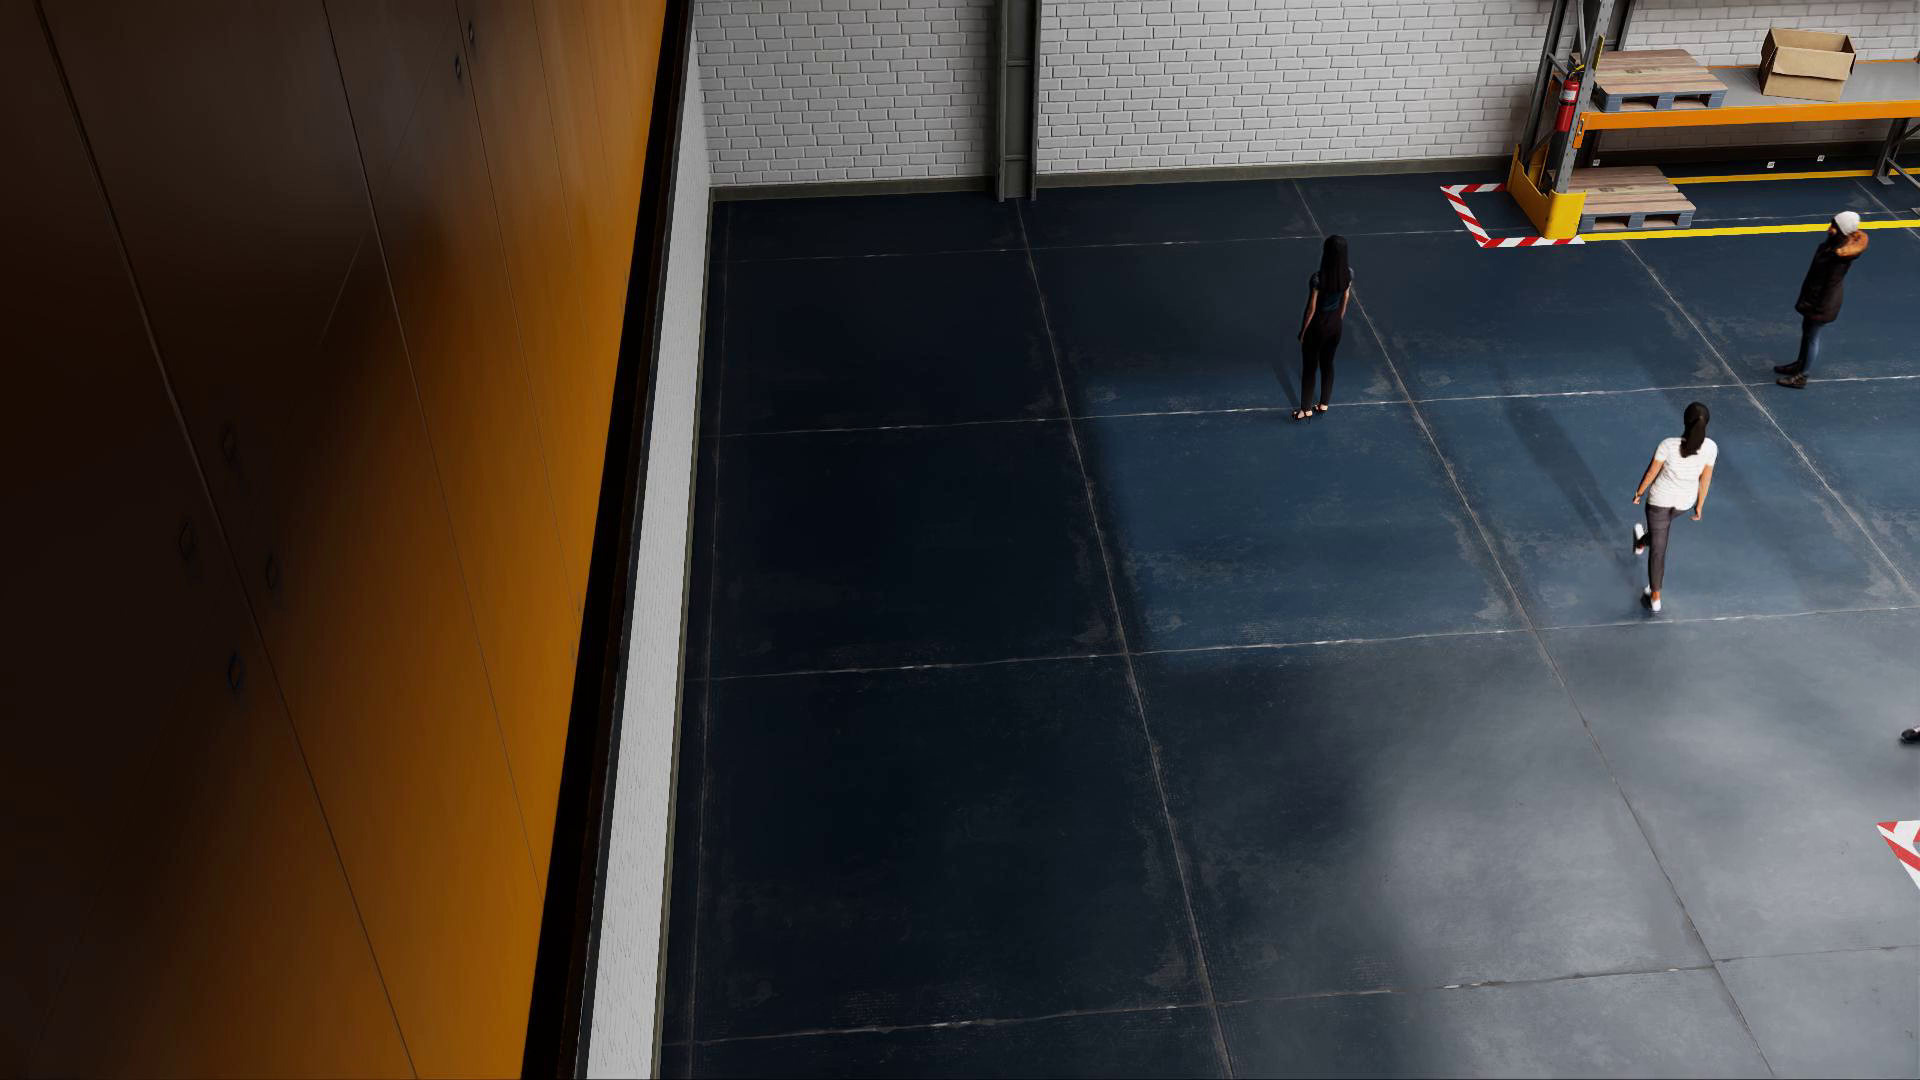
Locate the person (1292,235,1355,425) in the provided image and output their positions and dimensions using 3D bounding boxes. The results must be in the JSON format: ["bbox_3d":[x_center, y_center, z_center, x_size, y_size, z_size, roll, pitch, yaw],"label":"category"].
[{"bbox_3d":[3.001,-1.740,13.761,0.534,1.737,0.680,-15,41,-18],"label":"person"}]

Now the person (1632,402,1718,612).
[{"bbox_3d":[5.130,-0.217,11.967,1.052,1.596,0.730,1,39,1],"label":"person"}]

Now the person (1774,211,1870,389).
[{"bbox_3d":[7.389,-2.063,14.248,0.694,1.633,0.689,9,39,11],"label":"person"}]
